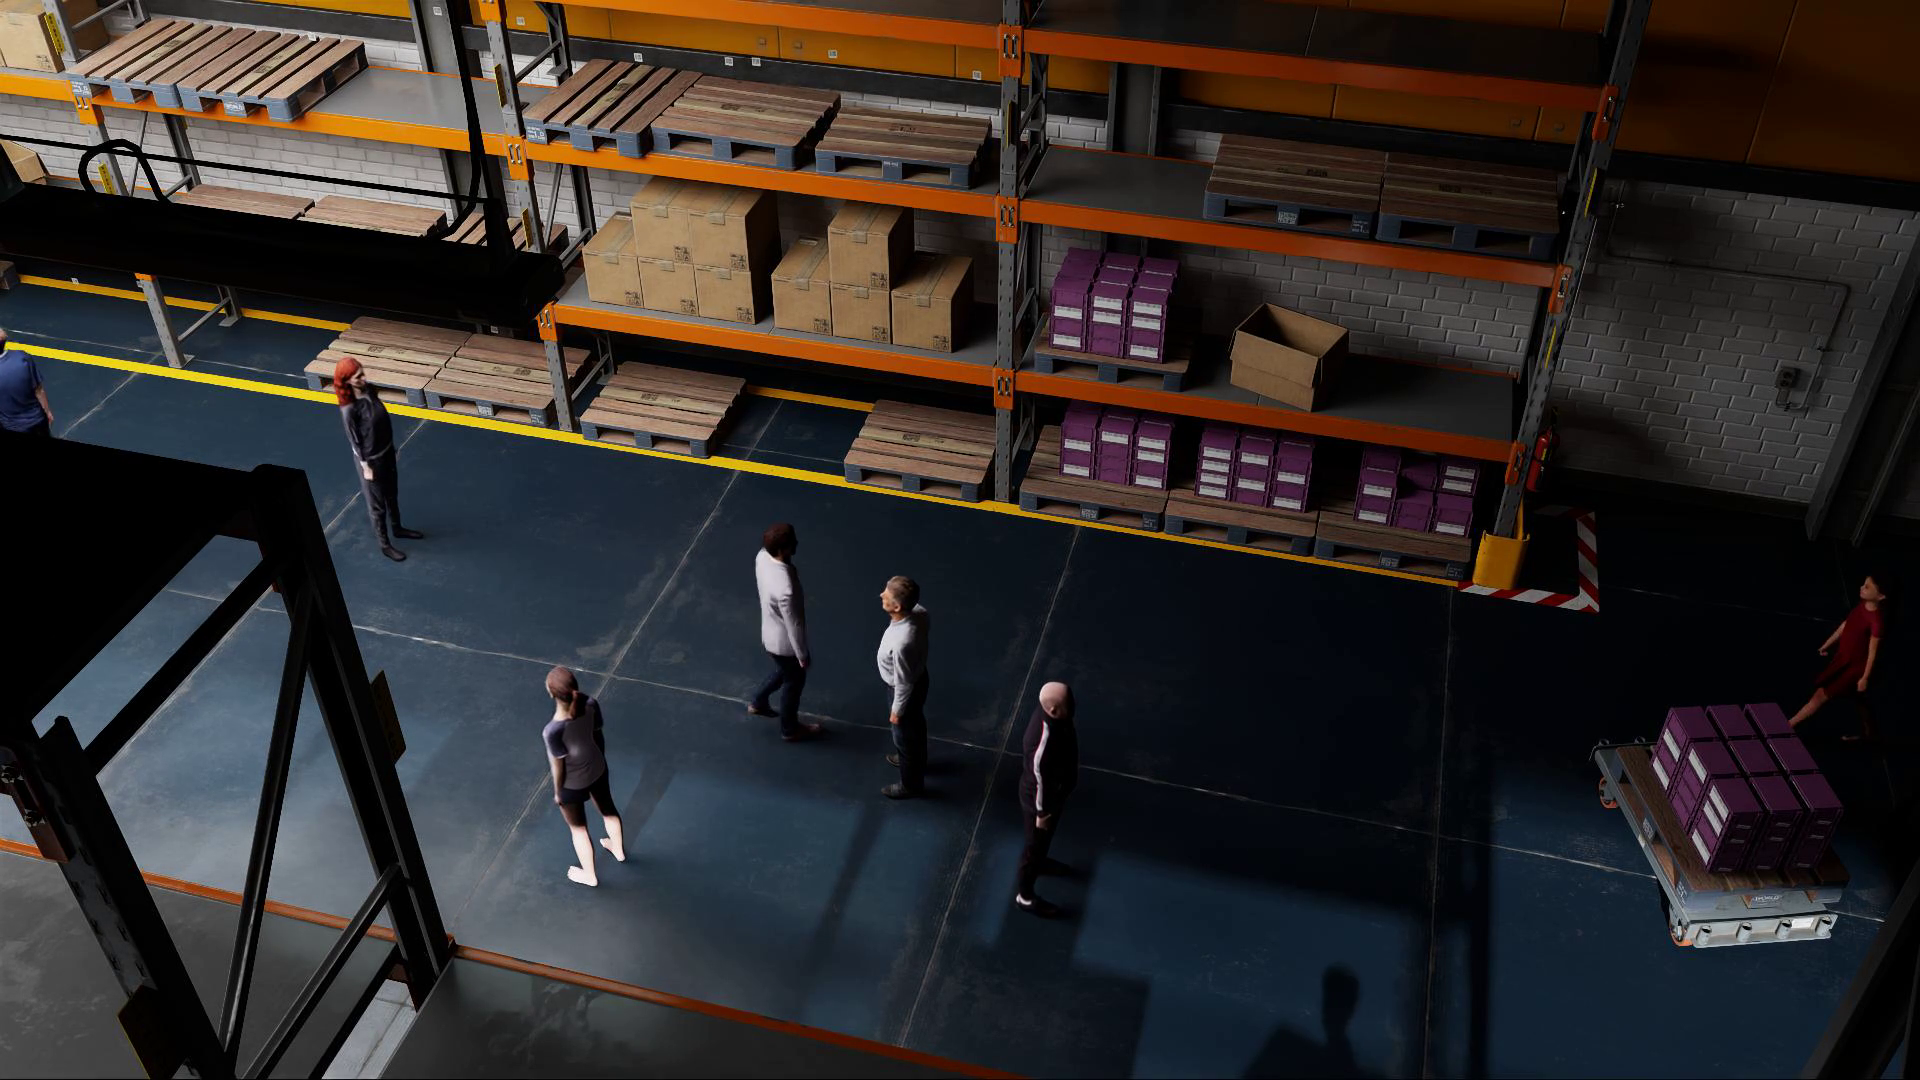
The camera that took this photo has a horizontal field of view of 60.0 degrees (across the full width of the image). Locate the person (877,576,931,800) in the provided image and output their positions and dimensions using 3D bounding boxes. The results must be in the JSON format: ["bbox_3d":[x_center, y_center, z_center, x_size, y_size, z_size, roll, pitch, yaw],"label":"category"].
[{"bbox_3d":[-0.354,0.959,10.941,0.598,1.820,0.672,5,39,6],"label":"person"}]

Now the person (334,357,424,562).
[{"bbox_3d":[-4.575,-0.657,12.997,0.505,1.780,0.577,8,39,10],"label":"person"}]

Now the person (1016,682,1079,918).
[{"bbox_3d":[0.511,1.547,10.194,0.560,1.834,0.662,9,39,11],"label":"person"}]

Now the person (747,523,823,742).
[{"bbox_3d":[-1.276,0.661,11.301,0.905,1.836,0.852,-12,40,-15],"label":"person"}]

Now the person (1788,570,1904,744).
[{"bbox_3d":[6.186,0.841,11.333,1.045,1.516,0.557,8,39,10],"label":"person"}]

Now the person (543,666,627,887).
[{"bbox_3d":[-2.359,1.460,10.356,0.680,1.768,0.658,25,45,28],"label":"person"}]
